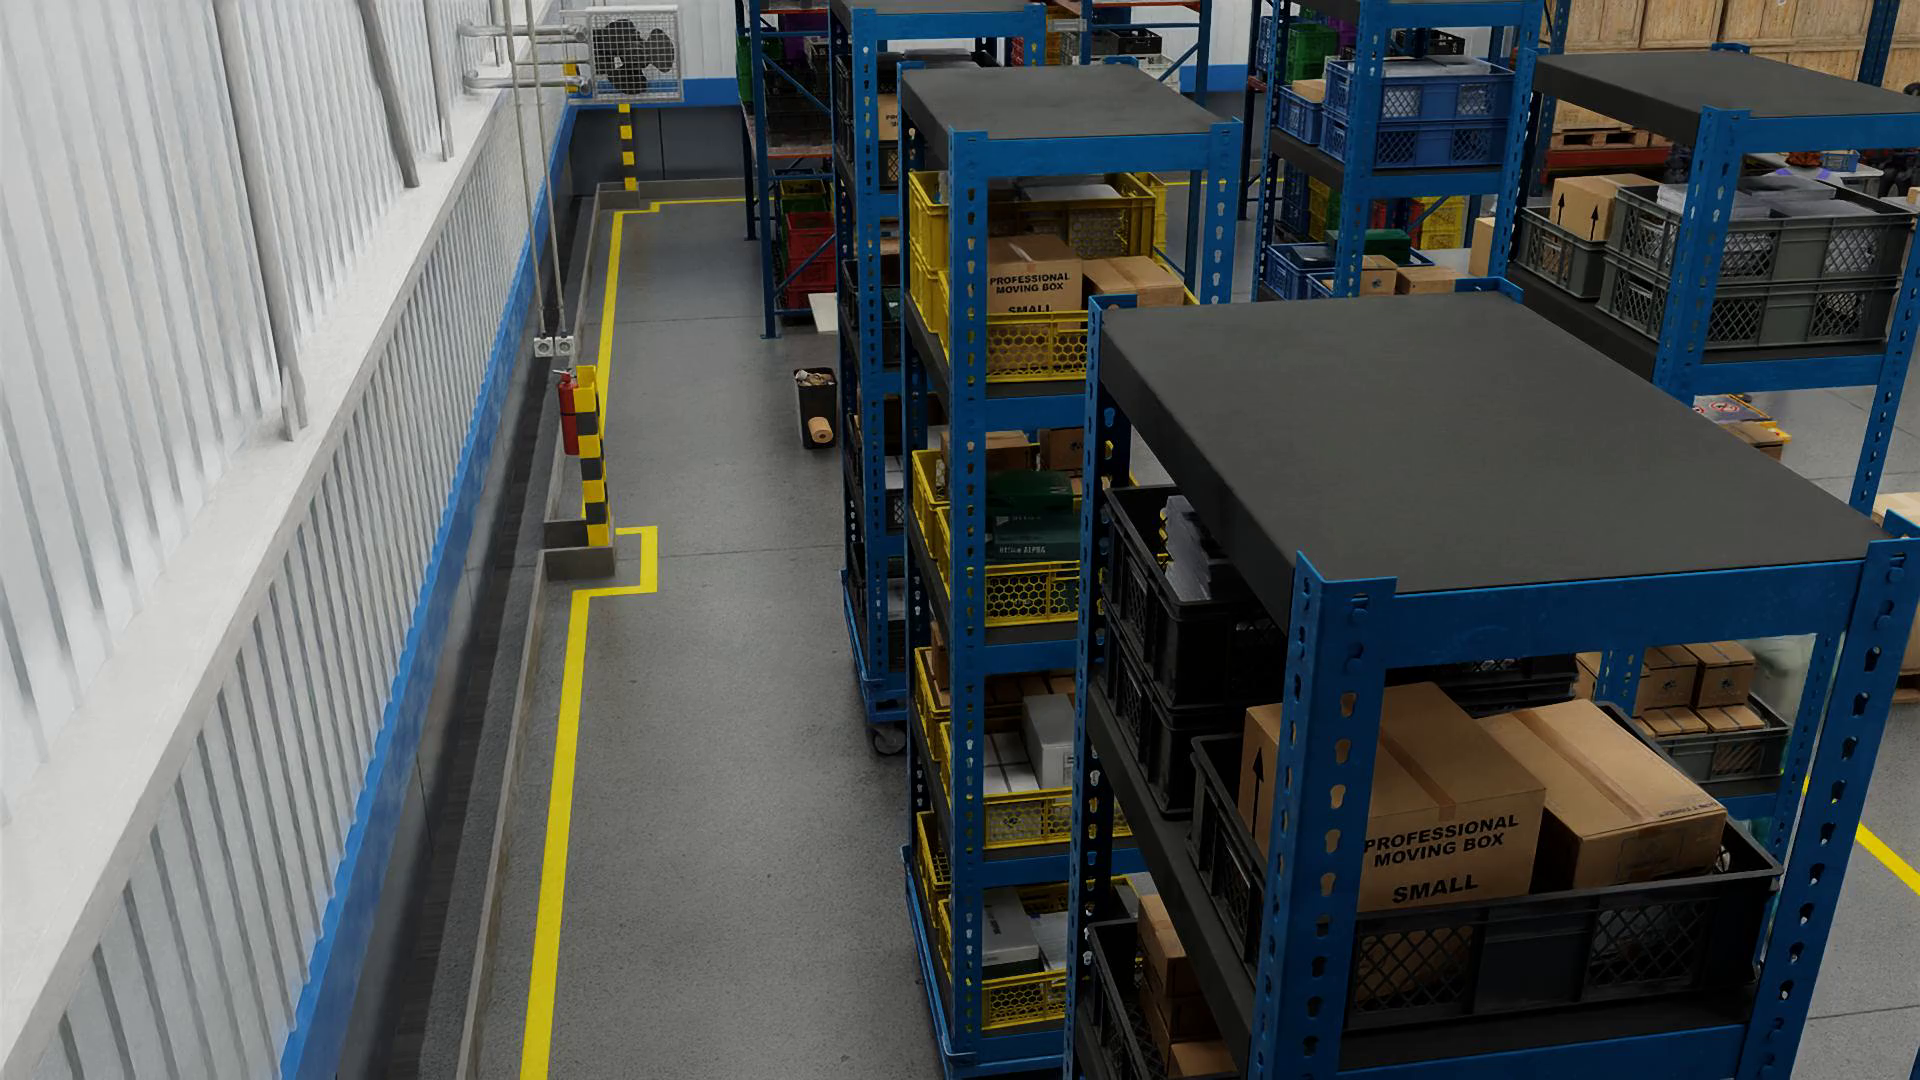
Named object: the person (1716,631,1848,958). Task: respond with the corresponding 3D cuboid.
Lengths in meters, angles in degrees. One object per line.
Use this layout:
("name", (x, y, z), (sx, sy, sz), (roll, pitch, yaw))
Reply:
("person", (3.380, 0.766, 6.892), (0.526, 1.712, 0.878), (-6, 25, -12))

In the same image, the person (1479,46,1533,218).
("person", (5.834, -4.276, 17.660), (0.348, 1.883, 0.582), (-2, 25, -4))

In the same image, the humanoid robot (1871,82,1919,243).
("humanoid robot", (9.490, -3.776, 16.805), (0.320, 1.657, 0.612), (-10, 27, -21))

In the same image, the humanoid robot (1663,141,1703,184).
("humanoid robot", (7.273, -3.709, 16.657), (0.600, 1.657, 0.331), (-16, 29, -31))

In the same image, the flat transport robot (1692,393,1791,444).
("flat transport robot", (5.224, -0.859, 12.132), (1.431, 0.197, 0.652), (-4, 25, -8))

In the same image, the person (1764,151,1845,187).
("person", (6.462, -2.258, 13.089), (0.677, 2.000, 0.537), (3, 25, 6))
